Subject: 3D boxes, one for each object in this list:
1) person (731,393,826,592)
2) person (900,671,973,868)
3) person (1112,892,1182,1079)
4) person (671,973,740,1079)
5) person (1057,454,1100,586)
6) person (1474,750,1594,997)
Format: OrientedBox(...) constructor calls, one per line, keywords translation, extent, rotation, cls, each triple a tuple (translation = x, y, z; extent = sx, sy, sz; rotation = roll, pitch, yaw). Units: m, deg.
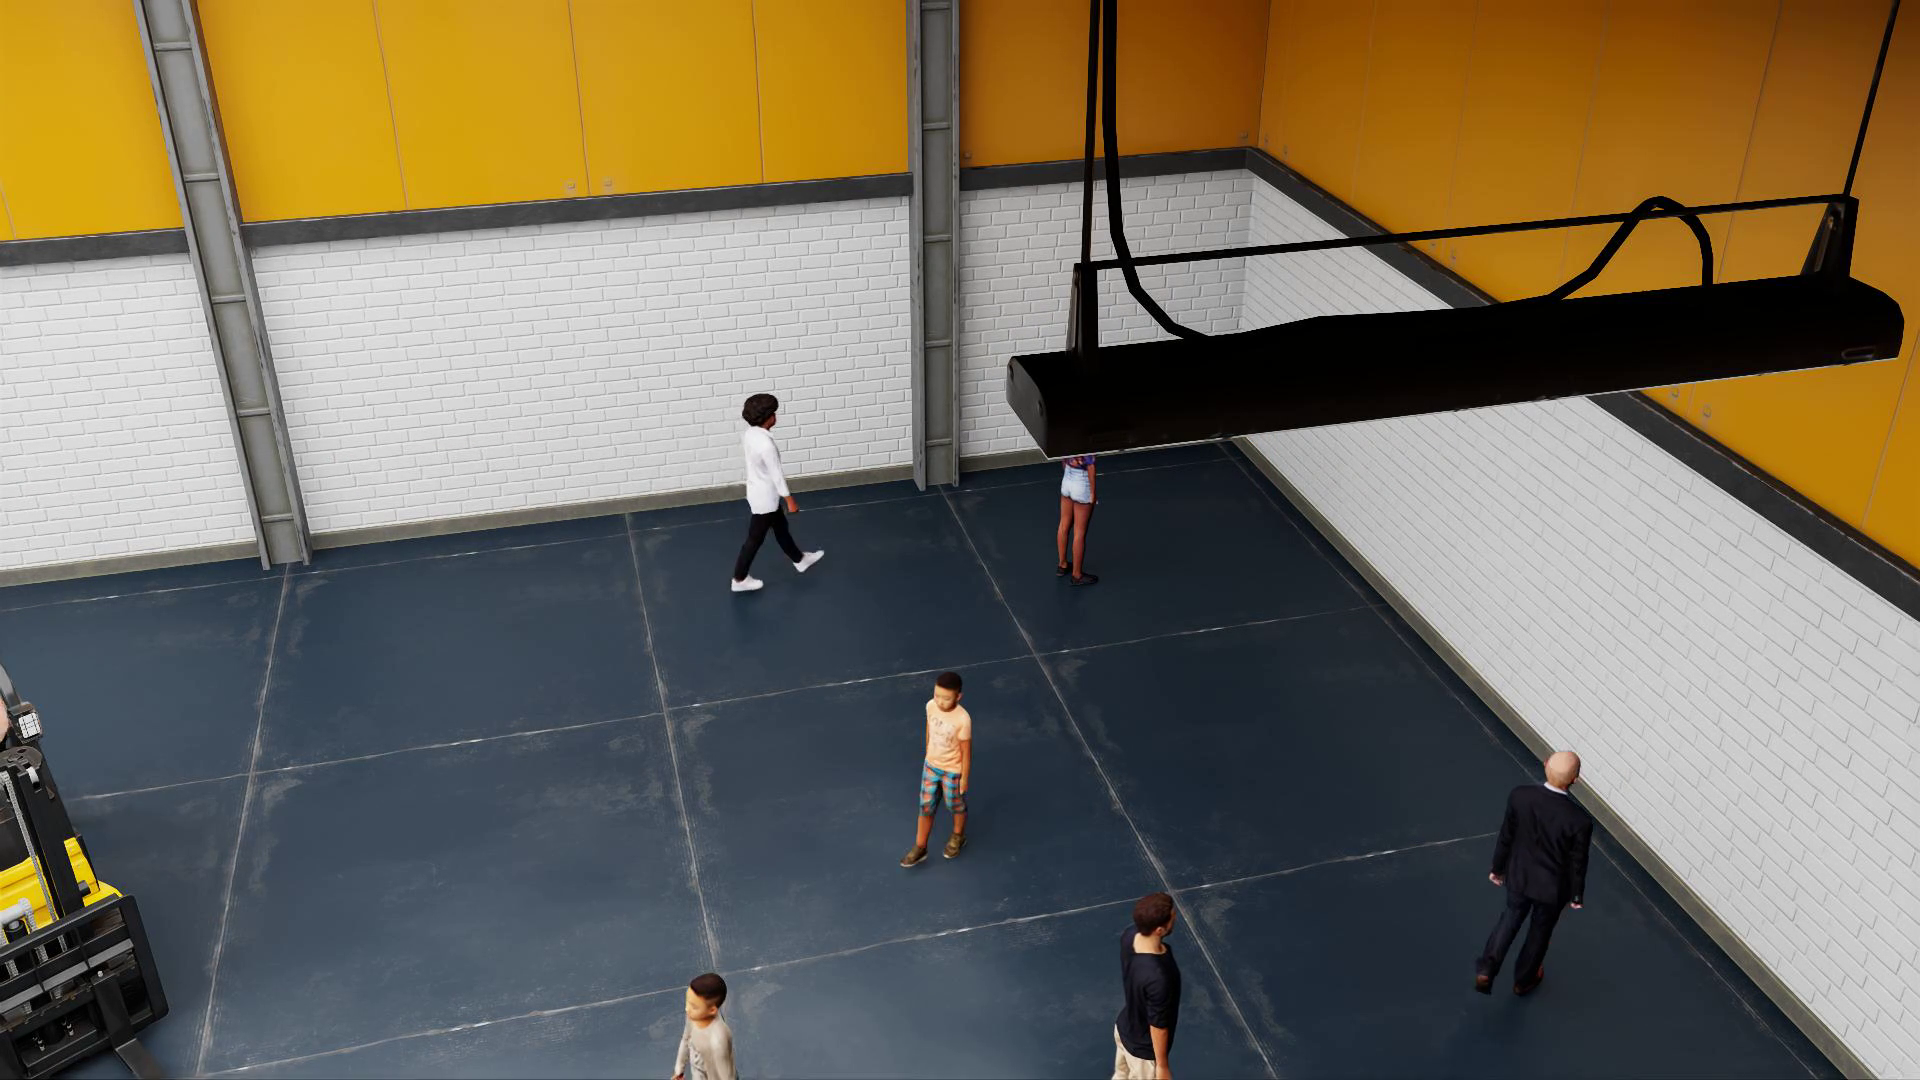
OrientedBox(translation=(-1.726, -0.351, 14.036), extent=(1.140, 1.763, 0.719), rotation=(-11, 31, -20), cls="person")
OrientedBox(translation=(-0.050, 1.464, 11.035), extent=(0.804, 1.450, 0.873), rotation=(18, 33, 29), cls="person")
OrientedBox(translation=(0.939, 2.570, 8.589), extent=(0.541, 1.851, 0.631), rotation=(-7, 29, -12), cls="person")
OrientedBox(translation=(-1.201, 2.799, 8.612), extent=(1.029, 1.428, 0.733), rotation=(-15, 32, -26), cls="person")
OrientedBox(translation=(1.002, -0.448, 14.236), extent=(0.616, 1.744, 0.650), rotation=(-17, 33, -28), cls="person")
OrientedBox(translation=(3.331, 2.011, 9.681), extent=(0.924, 1.788, 1.019), rotation=(24, 37, 37), cls="person")
